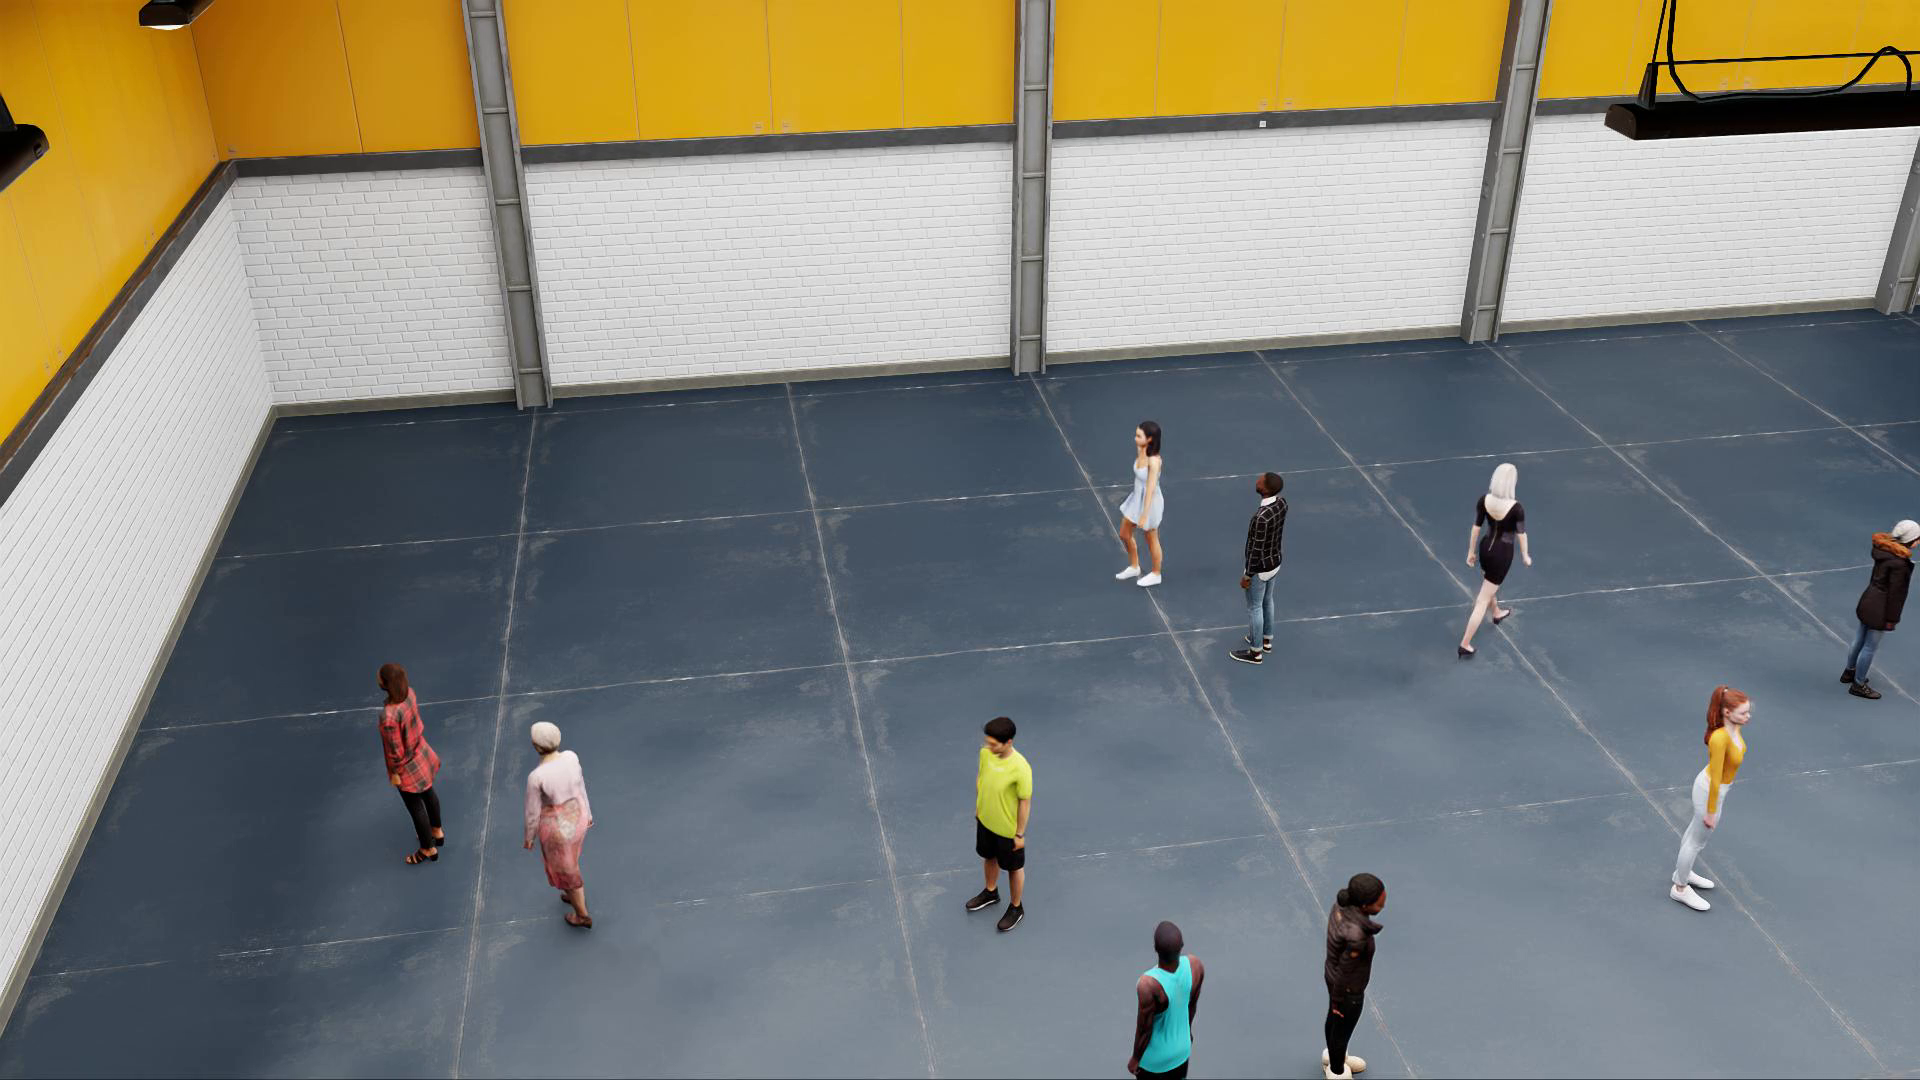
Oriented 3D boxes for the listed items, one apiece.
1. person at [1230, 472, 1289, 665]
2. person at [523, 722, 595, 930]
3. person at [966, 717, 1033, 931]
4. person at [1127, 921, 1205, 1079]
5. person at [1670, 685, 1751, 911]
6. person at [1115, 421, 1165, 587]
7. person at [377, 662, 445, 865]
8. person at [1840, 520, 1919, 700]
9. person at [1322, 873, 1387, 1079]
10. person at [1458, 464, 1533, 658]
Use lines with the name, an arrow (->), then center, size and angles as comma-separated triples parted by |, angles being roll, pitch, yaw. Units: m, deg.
person -> 2.656, 0.227, 14.537 | 0.794, 1.821, 0.730 | 19, 34, 31
person -> -2.671, 2.003, 11.433 | 0.840, 1.676, 0.780 | 20, 34, 32
person -> 0.291, 1.919, 11.554 | 0.719, 1.707, 0.700 | -25, 37, -38
person -> 1.183, 2.930, 9.593 | 0.582, 1.811, 0.735 | -16, 32, -27
person -> 5.292, 1.796, 11.735 | 0.738, 1.751, 0.690 | 15, 32, 26
person -> 1.847, -0.333, 15.675 | 0.698, 1.715, 0.663 | -11, 31, -20
person -> -4.009, 1.611, 12.124 | 0.639, 1.703, 0.665 | 3, 29, 5
person -> 7.807, 0.561, 14.118 | 0.709, 1.635, 0.707 | 5, 29, 9
person -> 2.348, 2.704, 10.163 | 0.605, 1.661, 0.656 | -5, 29, -8
person -> 4.621, 0.224, 14.579 | 1.221, 1.786, 0.999 | -22, 35, -34
